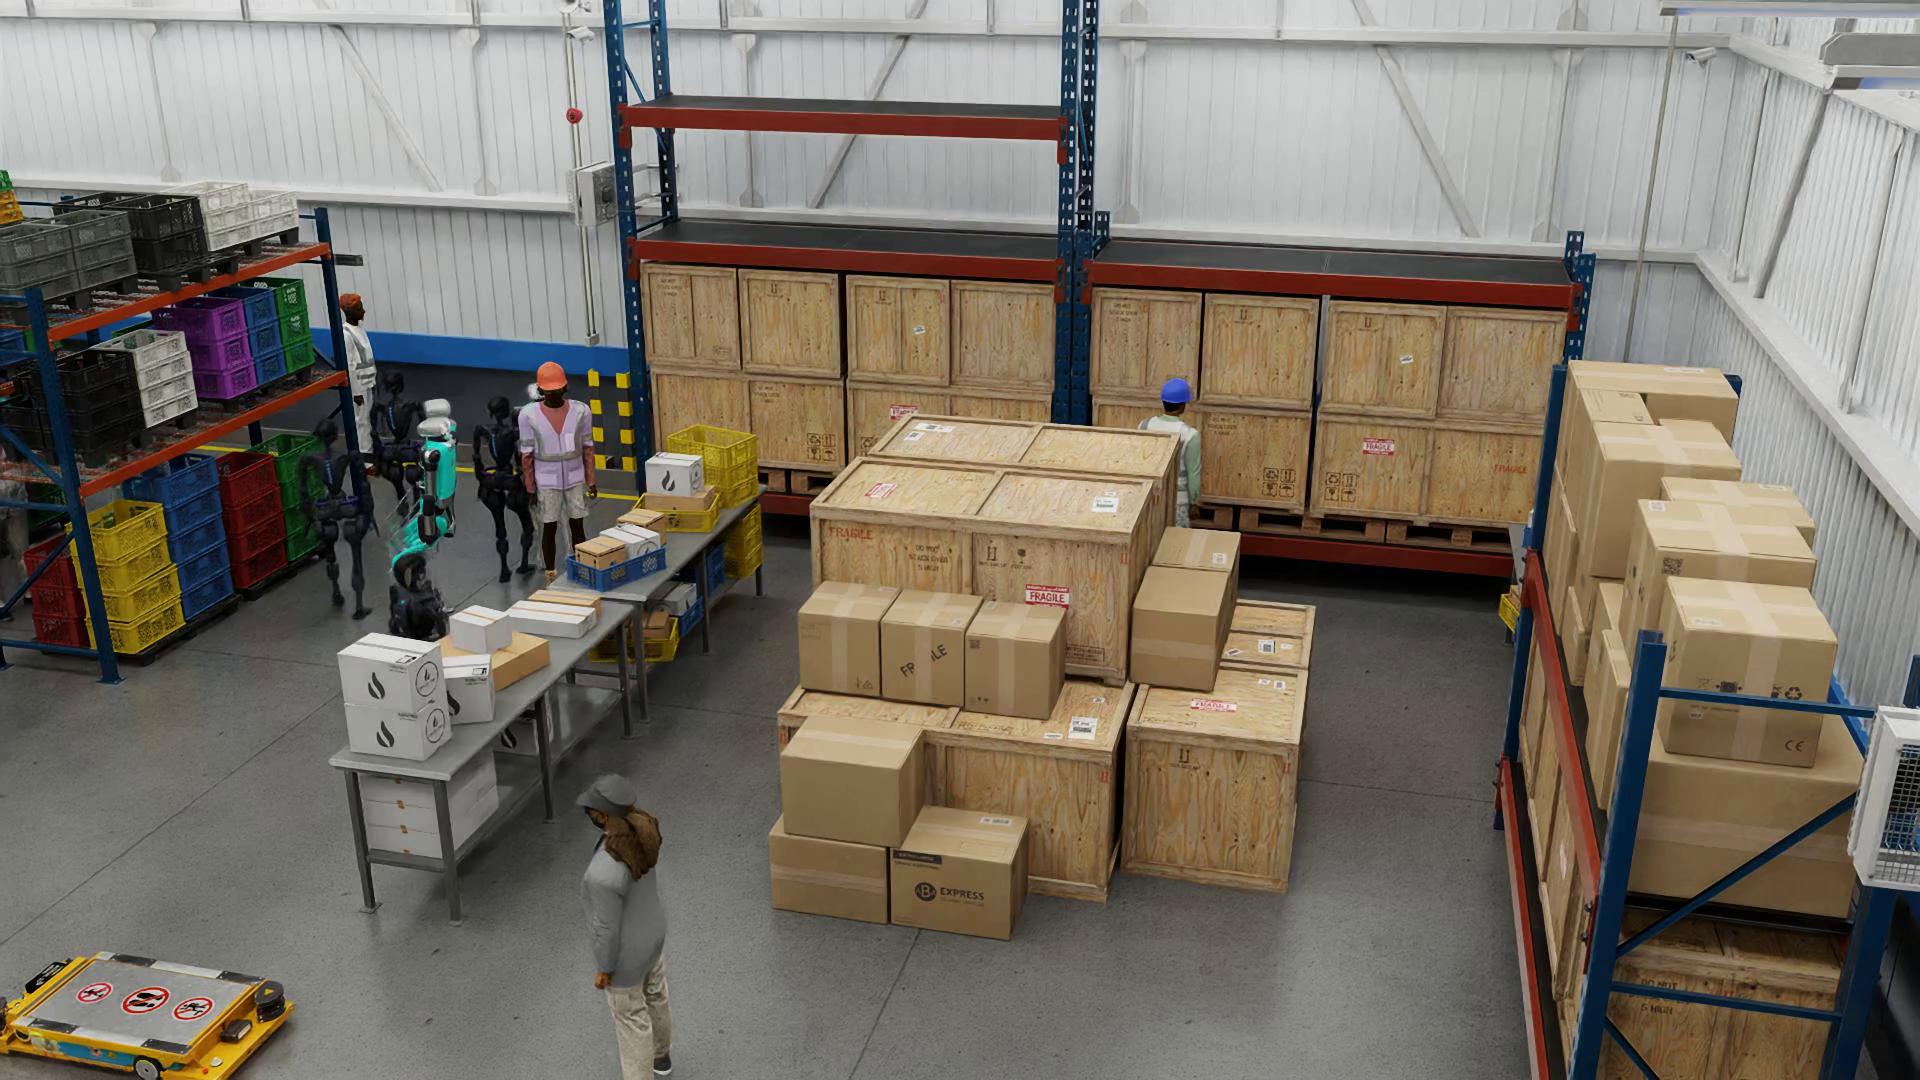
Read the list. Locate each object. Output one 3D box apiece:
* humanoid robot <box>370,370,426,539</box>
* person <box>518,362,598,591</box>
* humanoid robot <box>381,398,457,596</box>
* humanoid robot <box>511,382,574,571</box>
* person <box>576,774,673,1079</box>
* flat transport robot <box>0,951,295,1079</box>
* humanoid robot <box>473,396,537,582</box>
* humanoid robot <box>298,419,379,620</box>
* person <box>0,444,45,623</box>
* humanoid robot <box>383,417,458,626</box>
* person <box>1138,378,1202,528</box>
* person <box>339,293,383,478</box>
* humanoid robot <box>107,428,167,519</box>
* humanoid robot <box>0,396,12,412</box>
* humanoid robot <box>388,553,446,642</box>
[{"bbox_3d":[-4.999,-0.718,14.948,0.601,1.641,0.397,2,21,4],"label":"humanoid robot"},{"bbox_3d":[-3.323,-0.493,13.856,0.606,2.043,0.376,-9,23,-22],"label":"person"},{"bbox_3d":[-4.510,-0.235,13.672,0.857,1.810,0.569,-12,24,-29],"label":"humanoid robot"},{"bbox_3d":[-3.603,-0.593,14.476,0.531,1.736,0.731,-8,22,-19],"label":"humanoid robot"},{"bbox_3d":[-1.578,1.913,7.937,0.392,1.769,0.562,5,21,12],"label":"person"},{"bbox_3d":[-4.270,2.464,8.601,1.431,0.231,0.659,5,22,13],"label":"flat transport robot"},{"bbox_3d":[-3.892,-0.459,14.273,0.586,1.654,0.420,4,21,10],"label":"humanoid robot"},{"bbox_3d":[-5.071,-0.185,13.568,0.600,1.645,0.550,-4,21,-11],"label":"humanoid robot"},{"bbox_3d":[-7.796,-0.252,13.511,0.404,1.834,0.587,14,25,32],"label":"person"},{"bbox_3d":[-4.324,-0.151,13.259,0.725,1.702,0.530,1,21,3],"label":"humanoid robot"},{"bbox_3d":[1.718,-0.378,13.683,0.604,1.948,0.398,18,28,39],"label":"person"},{"bbox_3d":[-6.082,-1.572,16.901,0.356,1.882,0.573,-2,21,-6],"label":"person"},{"bbox_3d":[-7.256,-0.527,14.439,0.542,1.745,1.065,3,21,7],"label":"humanoid robot"},{"bbox_3d":[-10.116,-1.540,16.997,0.557,1.738,1.005,2,21,5],"label":"humanoid robot"},{"bbox_3d":[-3.556,0.845,10.887,0.597,1.625,0.678,13,25,31],"label":"humanoid robot"}]
